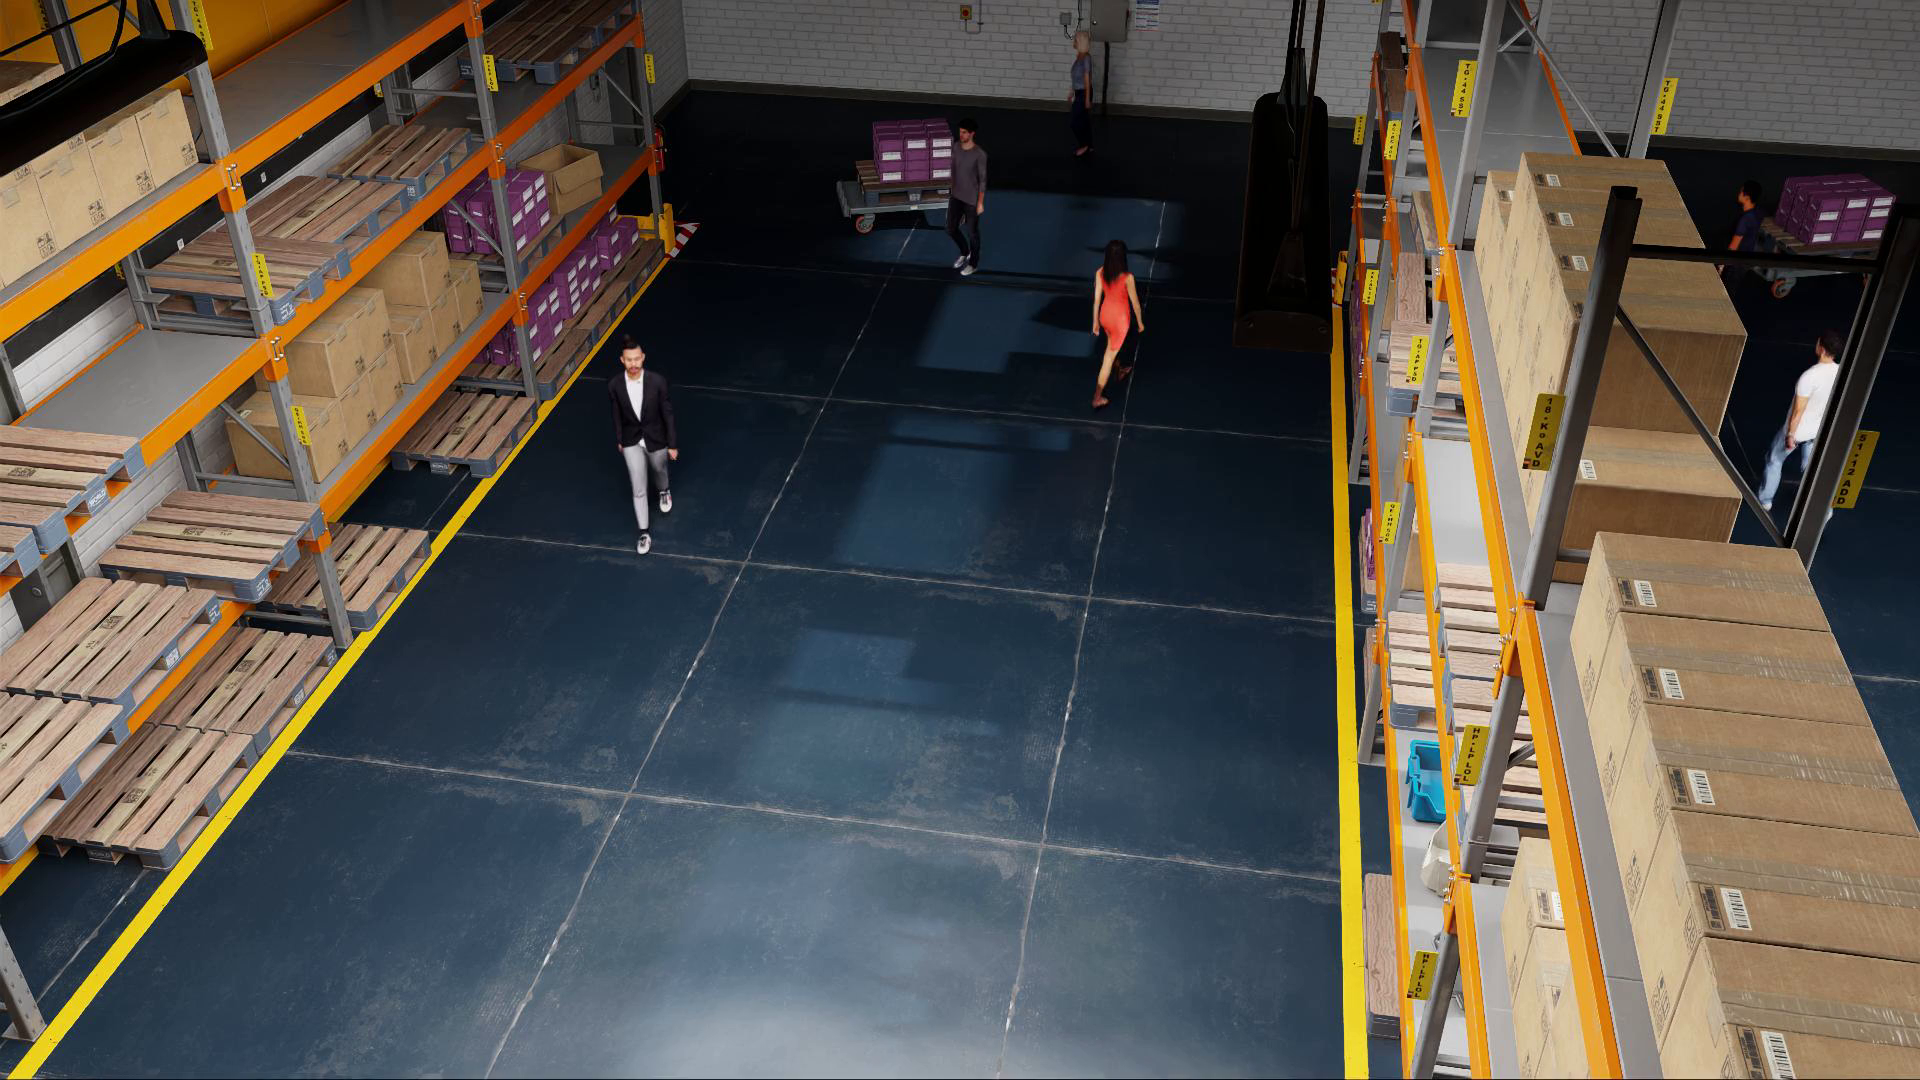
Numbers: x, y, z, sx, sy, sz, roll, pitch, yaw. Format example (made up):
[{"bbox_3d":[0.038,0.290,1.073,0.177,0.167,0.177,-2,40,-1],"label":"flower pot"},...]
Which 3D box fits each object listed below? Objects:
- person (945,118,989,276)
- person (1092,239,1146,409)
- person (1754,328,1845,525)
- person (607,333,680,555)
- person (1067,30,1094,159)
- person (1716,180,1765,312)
[{"bbox_3d":[0.136,-3.948,19.016,0.816,1.842,0.823,26,41,33],"label":"person"},{"bbox_3d":[1.487,-2.086,16.370,0.945,1.670,1.223,21,39,29],"label":"person"},{"bbox_3d":[7.422,-0.937,14.489,0.962,1.839,1.187,-9,35,-13],"label":"person"},{"bbox_3d":[-2.717,-0.943,14.443,0.938,1.900,1.331,-3,34,-4],"label":"person"},{"bbox_3d":[1.716,-5.910,22.092,0.710,1.704,0.615,-2,34,-3],"label":"person"},{"bbox_3d":[8.246,-2.885,17.475,0.798,1.776,0.686,20,38,27],"label":"person"}]
